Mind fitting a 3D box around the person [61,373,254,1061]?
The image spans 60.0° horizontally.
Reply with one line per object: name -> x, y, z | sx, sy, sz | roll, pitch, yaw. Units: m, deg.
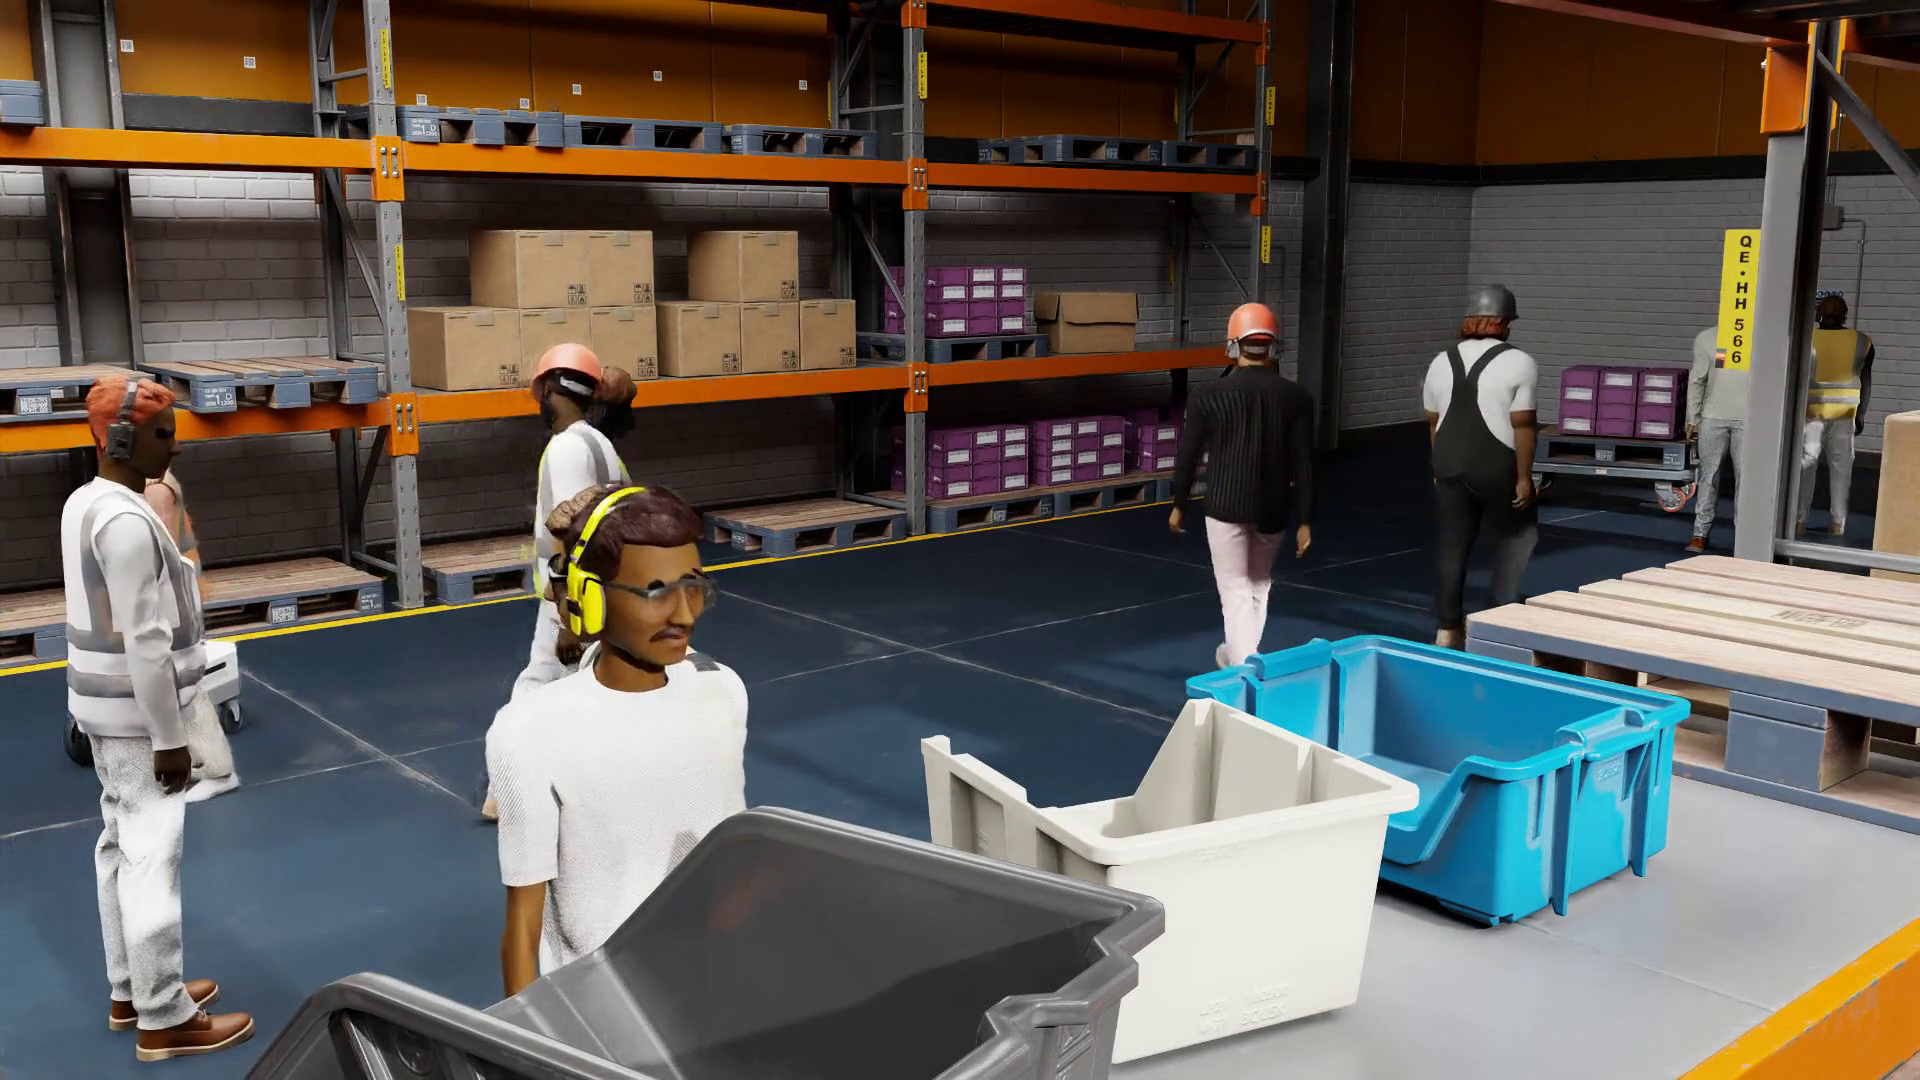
person -> -2.256, 0.486, 4.599 | 0.353, 1.886, 0.573 | -8, 13, -38

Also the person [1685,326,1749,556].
person -> 5.541, -0.849, 11.931 | 0.637, 1.938, 0.357 | 7, 12, 33

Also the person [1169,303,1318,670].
person -> 1.324, -0.149, 7.961 | 0.625, 1.942, 1.020 | -2, 10, -10

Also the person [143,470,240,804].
person -> -3.196, 0.249, 6.697 | 0.398, 1.616, 0.516 | -8, 13, -39

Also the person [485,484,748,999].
person -> -0.508, 0.833, 2.712 | 0.328, 1.870, 0.510 | 8, 13, 38

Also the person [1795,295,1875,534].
person -> 6.651, -0.958, 12.813 | 0.621, 1.845, 0.429 | 2, 10, 11

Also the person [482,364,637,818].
person -> -1.424, 0.212, 6.442 | 0.977, 1.786, 0.610 | -5, 11, -27

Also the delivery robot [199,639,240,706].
delivery robot -> -3.503, 0.620, 7.316 | 0.477, 0.478, 0.707 | 2, 10, 9

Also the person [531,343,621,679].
person -> -1.329, 0.251, 5.953 | 0.392, 1.883, 0.662 | -1, 10, -7

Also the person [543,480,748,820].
person -> -0.545, 0.804, 2.943 | 0.351, 1.843, 0.506 | -7, 12, -35

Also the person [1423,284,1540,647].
person -> 2.911, -0.413, 9.202 | 0.599, 2.000, 0.704 | -8, 13, -39
